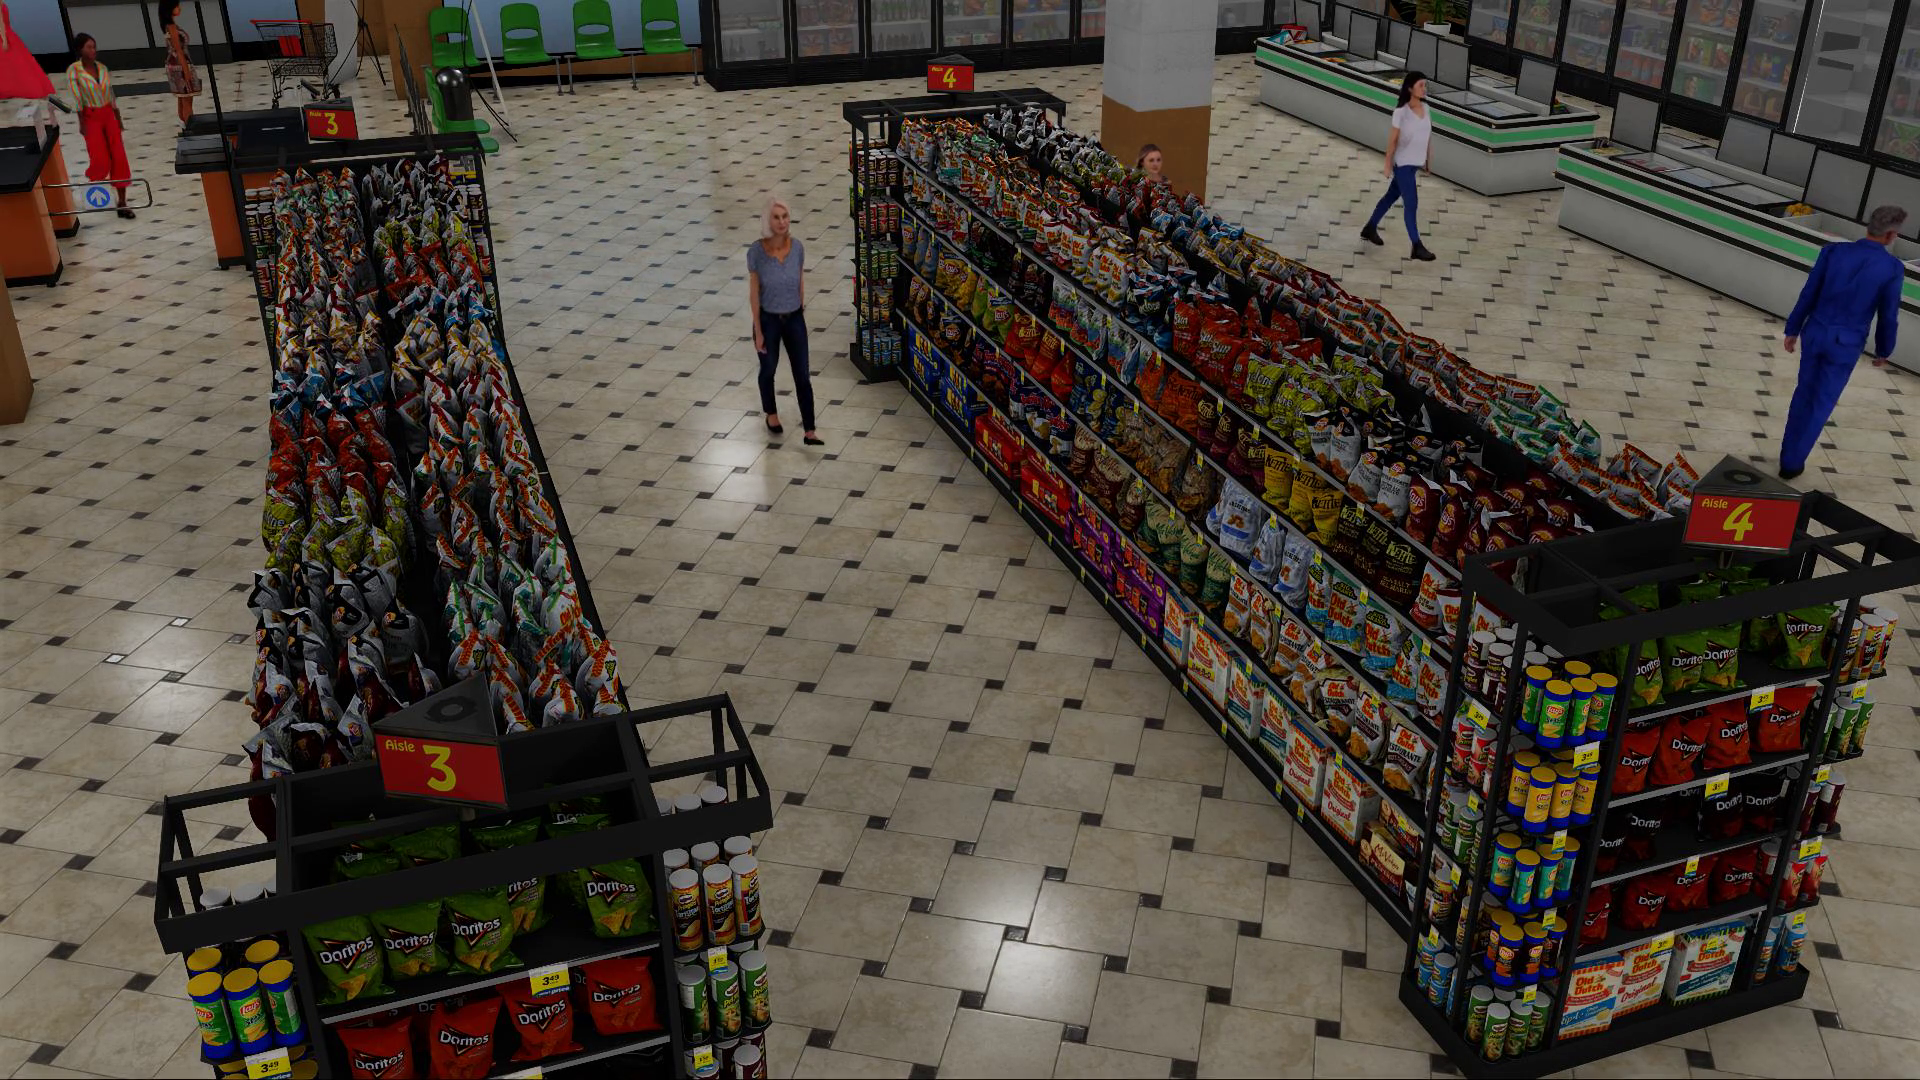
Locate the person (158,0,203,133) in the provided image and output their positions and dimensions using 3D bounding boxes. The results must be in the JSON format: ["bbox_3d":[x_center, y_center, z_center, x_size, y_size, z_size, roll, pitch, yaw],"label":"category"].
[{"bbox_3d":[-8.961,-5.404,19.099,0.761,1.638,0.560,-17,32,-31],"label":"person"}]

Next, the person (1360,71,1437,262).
[{"bbox_3d":[3.977,-3.390,15.125,0.875,1.639,1.189,-20,33,-34],"label":"person"}]

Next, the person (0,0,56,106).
[{"bbox_3d":[-11.858,-6.107,20.442,1.117,1.676,0.990,22,34,37],"label":"person"}]

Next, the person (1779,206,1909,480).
[{"bbox_3d":[5.592,-1.248,10.745,0.910,1.782,0.978,19,33,33],"label":"person"}]

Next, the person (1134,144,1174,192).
[{"bbox_3d":[1.387,-2.193,12.753,0.615,1.650,1.122,-11,29,-20],"label":"person"}]

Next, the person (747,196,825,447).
[{"bbox_3d":[-1.275,-1.501,11.345,0.608,1.689,0.994,-10,29,-19],"label":"person"}]

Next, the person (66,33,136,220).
[{"bbox_3d":[-8.420,-4.018,16.210,0.950,1.779,0.859,17,31,29],"label":"person"}]
